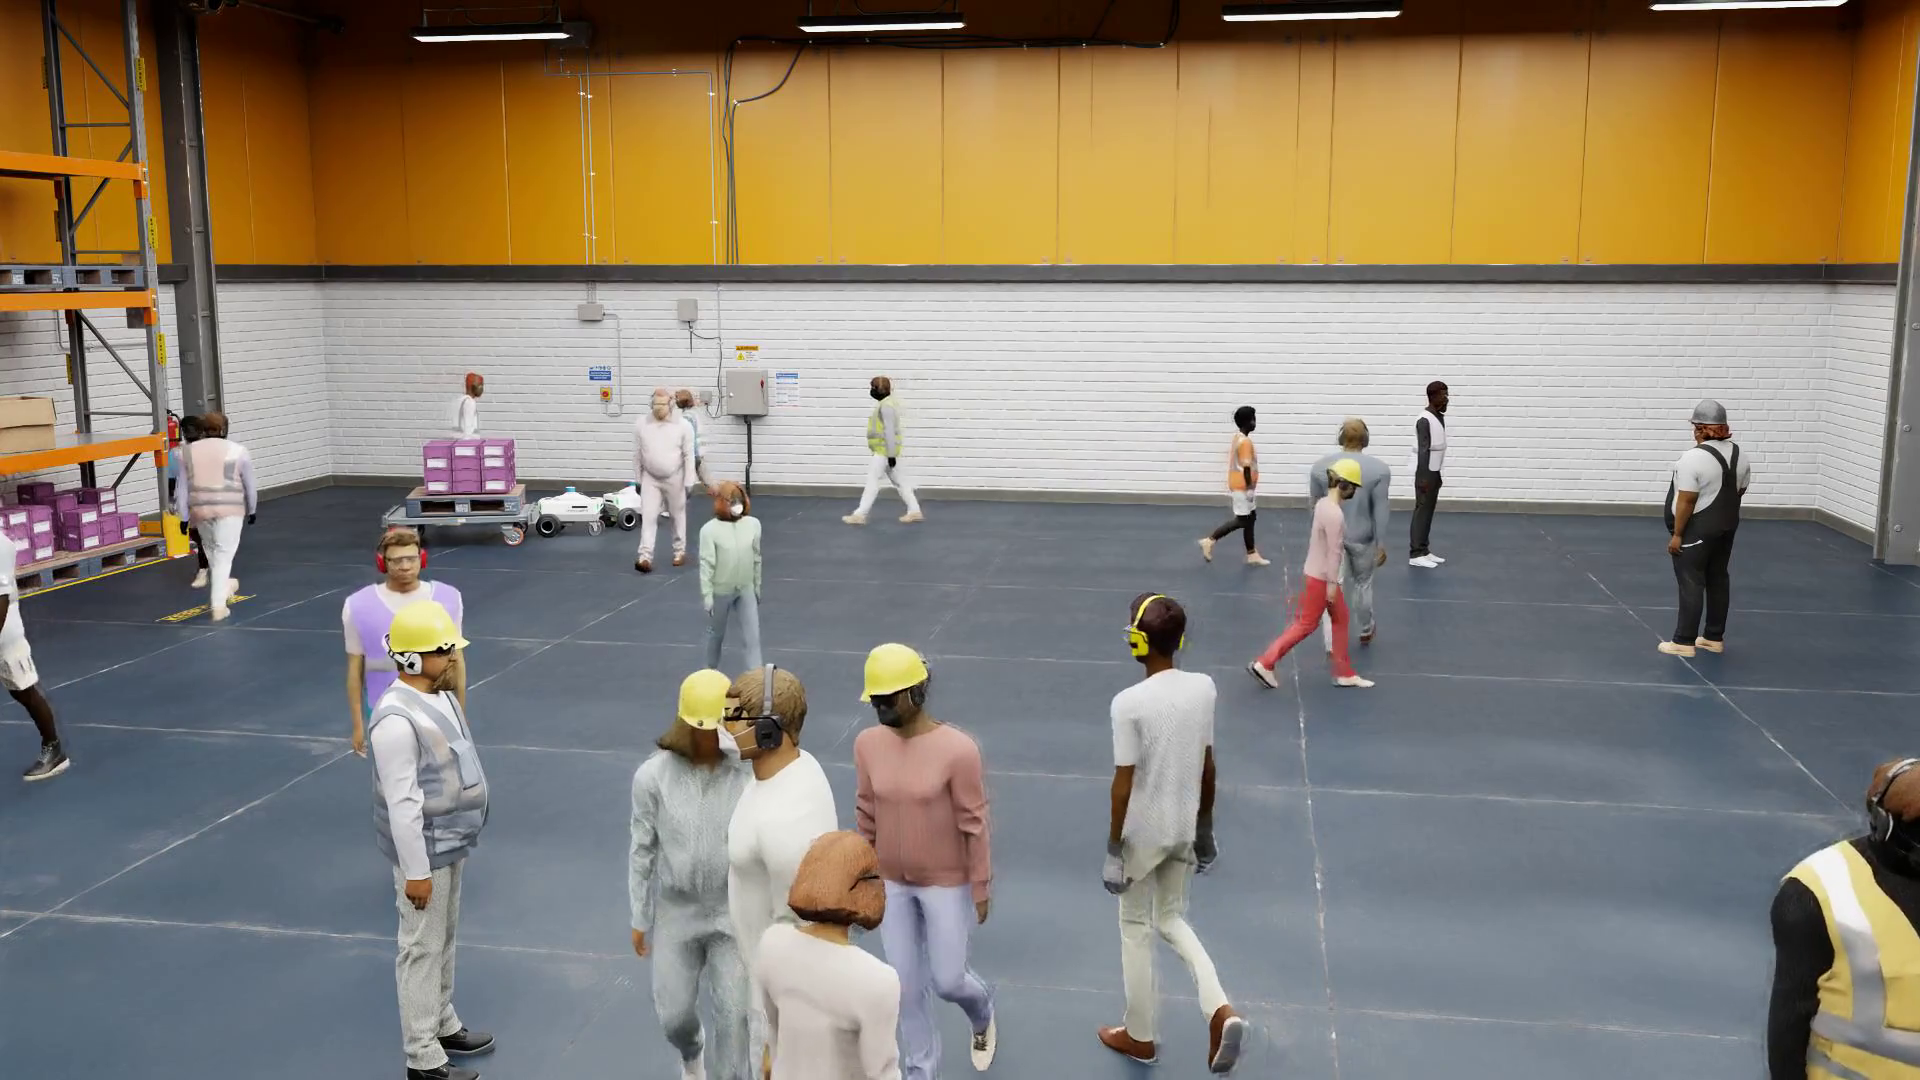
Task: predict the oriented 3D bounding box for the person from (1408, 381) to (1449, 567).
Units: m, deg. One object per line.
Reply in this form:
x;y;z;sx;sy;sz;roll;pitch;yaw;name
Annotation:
4.852;-0.690;17.228;0.383;1.918;0.591;5;11;30;person

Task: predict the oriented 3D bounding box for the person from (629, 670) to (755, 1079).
-0.879;1.255;5.726;0.512;1.722;0.544;-2;9;-14;person

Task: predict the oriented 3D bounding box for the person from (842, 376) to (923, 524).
-0.900;-1.080;20.057;0.980;1.794;0.652;0;9;-2;person

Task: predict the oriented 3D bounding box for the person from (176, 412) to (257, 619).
-6.585;-0.244;14.852;0.629;1.787;0.991;0;9;-3;person

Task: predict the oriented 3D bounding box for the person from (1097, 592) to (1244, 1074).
0.778;1.115;6.227;0.535;1.855;0.625;-7;11;-35;person

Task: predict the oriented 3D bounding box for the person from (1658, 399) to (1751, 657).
5.852;-0.101;13.193;0.683;2.000;0.538;-5;10;-26;person

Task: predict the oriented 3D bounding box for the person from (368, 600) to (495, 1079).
-1.966;1.127;6.220;0.404;1.833;0.590;-1;9;-4;person

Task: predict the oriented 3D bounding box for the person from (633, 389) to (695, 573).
-3.018;-0.604;16.901;0.656;1.850;0.976;0;9;2;person

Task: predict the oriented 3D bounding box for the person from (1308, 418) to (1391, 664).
3.082;-0.018;13.143;0.658;1.885;1.000;4;10;25;person

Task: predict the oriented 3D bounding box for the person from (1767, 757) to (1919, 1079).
2.477;1.433;4.449;0.636;1.804;0.940;-1;9;-5;person

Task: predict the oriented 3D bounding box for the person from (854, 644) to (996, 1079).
-0.126;1.207;6.006;0.544;1.733;0.555;4;10;26;person

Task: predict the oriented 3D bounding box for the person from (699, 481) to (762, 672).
-1.581;0.378;11.618;0.524;1.580;0.868;-6;11;-34;person

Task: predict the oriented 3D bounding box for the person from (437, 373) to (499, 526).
-5.855;-1.088;19.989;1.012;1.818;0.636;-6;11;-34;person

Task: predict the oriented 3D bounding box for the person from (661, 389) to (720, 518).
-3.260;-1.071;20.552;0.829;1.600;0.535;-1;9;-4;person

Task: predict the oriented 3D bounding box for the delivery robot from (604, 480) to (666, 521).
-3.857;-0.465;19.760;0.707;0.478;0.477;-8;12;-41;delivery robot

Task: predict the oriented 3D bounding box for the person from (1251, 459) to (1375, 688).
2.564;0.252;12.050;0.873;1.705;0.586;1;9;5;person

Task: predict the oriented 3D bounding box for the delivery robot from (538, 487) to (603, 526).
-4.483;-0.372;19.186;0.707;0.478;0.477;-1;9;-4;delivery robot

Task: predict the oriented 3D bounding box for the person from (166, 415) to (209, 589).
-7.426;-0.403;16.258;0.548;1.663;0.805;-1;9;-3;person

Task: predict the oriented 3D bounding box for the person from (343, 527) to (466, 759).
-2.695;0.826;8.101;0.569;1.829;0.599;-5;11;-29;person

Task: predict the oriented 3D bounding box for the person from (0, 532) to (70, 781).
-5.686;0.548;9.632;0.608;1.904;1.057;3;10;17;person

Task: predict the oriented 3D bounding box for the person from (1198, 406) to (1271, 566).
2.845;-0.551;17.101;0.701;1.678;0.539;1;9;6;person

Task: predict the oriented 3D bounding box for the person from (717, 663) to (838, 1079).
-0.508;1.303;4.797;0.376;1.940;0.629;-1;9;-8;person

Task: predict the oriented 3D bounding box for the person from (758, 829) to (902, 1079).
-0.323;1.539;4.318;0.505;1.620;0.333;7;11;36;person
